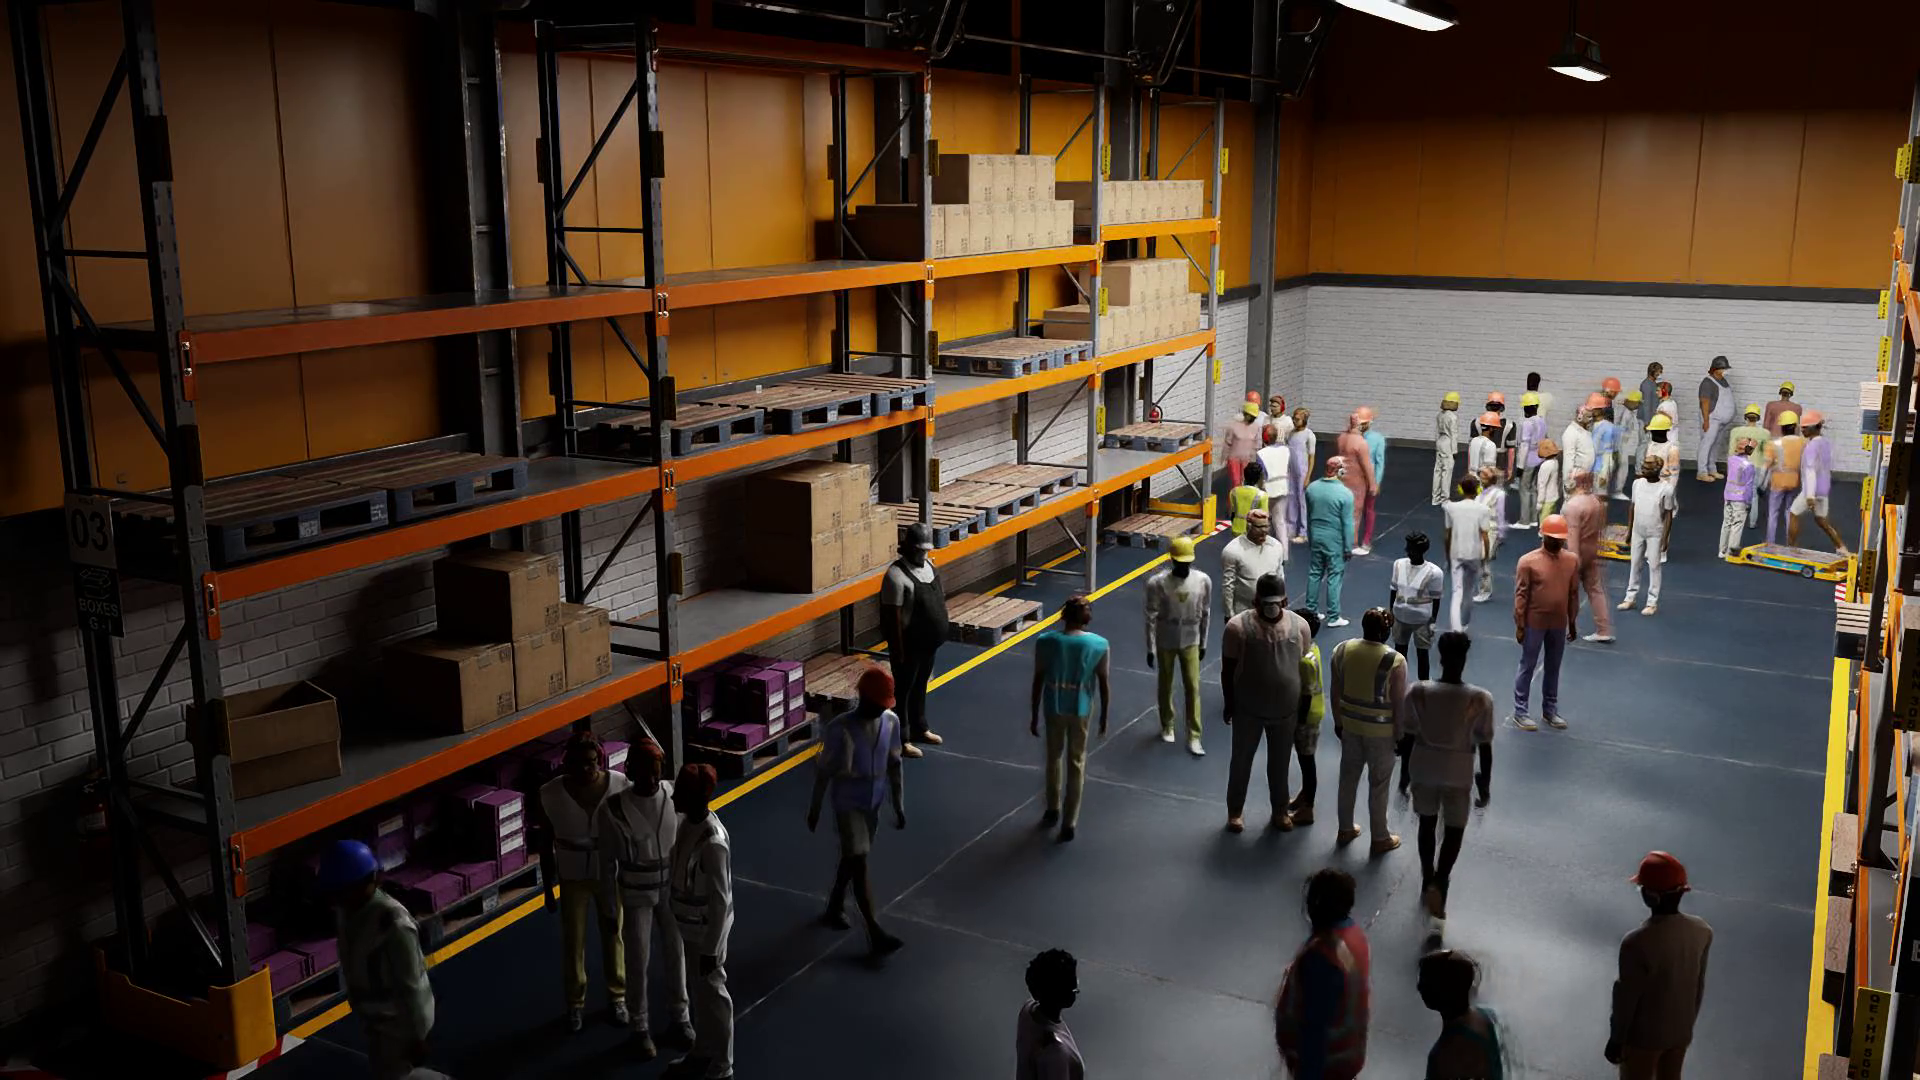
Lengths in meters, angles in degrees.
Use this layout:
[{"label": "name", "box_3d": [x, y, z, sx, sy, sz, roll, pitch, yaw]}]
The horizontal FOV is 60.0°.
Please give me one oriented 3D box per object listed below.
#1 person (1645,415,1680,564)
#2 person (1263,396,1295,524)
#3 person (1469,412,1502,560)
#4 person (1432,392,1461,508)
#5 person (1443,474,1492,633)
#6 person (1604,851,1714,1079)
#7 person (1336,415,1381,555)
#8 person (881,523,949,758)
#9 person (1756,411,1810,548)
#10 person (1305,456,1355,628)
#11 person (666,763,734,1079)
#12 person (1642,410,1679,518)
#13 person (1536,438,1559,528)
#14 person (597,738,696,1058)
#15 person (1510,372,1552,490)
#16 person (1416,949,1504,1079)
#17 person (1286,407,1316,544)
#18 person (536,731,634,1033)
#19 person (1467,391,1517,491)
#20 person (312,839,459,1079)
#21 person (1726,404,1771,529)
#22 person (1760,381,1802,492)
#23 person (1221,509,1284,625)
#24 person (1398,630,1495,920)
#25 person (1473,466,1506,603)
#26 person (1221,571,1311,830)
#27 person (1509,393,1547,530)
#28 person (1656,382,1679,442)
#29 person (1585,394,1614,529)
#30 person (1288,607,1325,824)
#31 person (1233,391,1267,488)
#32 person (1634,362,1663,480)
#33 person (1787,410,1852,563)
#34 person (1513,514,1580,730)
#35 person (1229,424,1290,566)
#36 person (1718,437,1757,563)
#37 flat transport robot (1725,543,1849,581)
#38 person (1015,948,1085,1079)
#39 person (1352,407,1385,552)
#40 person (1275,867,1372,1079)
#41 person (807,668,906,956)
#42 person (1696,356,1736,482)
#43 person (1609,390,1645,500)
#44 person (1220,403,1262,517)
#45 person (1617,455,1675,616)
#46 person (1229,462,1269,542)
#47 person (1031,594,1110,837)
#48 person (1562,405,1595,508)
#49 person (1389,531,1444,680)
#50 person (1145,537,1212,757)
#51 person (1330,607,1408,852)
[{"label": "person", "box_3d": [8.927, -0.649, 21.278, 0.383, 1.923, 0.589, -2, 13, -11]}, {"label": "person", "box_3d": [4.530, -1.151, 23.729, 0.393, 1.836, 0.559, -8, 15, -33]}, {"label": "person", "box_3d": [6.776, -0.699, 21.509, 0.388, 1.925, 0.550, -2, 13, -9]}, {"label": "person", "box_3d": [7.293, -1.351, 24.849, 0.311, 1.735, 0.484, -4, 13, -16]}, {"label": "person", "box_3d": [5.393, 0.217, 17.737, 0.494, 1.806, 0.998, 4, 13, 19]}, {"label": "person", "box_3d": [3.393, 2.368, 8.174, 0.565, 1.745, 0.350, -6, 14, -26]}, {"label": "person", "box_3d": [5.174, -0.730, 21.703, 0.450, 1.898, 0.668, -3, 13, -12]}, {"label": "person", "box_3d": [-0.355, 0.836, 14.367, 0.537, 2.000, 0.675, 7, 14, 29]}, {"label": "person", "box_3d": [10.748, -0.737, 21.697, 0.615, 1.910, 0.425, 0, 13, -2]}, {"label": "person", "box_3d": [4.094, 0.013, 18.368, 0.399, 1.902, 0.642, -10, 16, -37]}, {"label": "person", "box_3d": [-1.412, 2.106, 9.036, 0.356, 1.885, 0.574, -6, 14, -24]}, {"label": "person", "box_3d": [10.054, -1.056, 23.869, 0.833, 1.605, 0.519, -6, 14, -26]}, {"label": "person", "box_3d": [7.481, -0.487, 21.235, 0.288, 1.625, 0.497, 8, 15, 33]}, {"label": "person", "box_3d": [-1.752, 2.018, 9.448, 0.588, 1.878, 0.371, -8, 15, -32]}, {"label": "person", "box_3d": [8.940, -1.671, 25.907, 0.599, 1.897, 0.805, -3, 13, -14]}, {"label": "person", "box_3d": [2.117, 2.602, 7.074, 0.811, 1.792, 0.540, 9, 16, 36]}, {"label": "person", "box_3d": [4.568, -0.877, 22.478, 0.345, 1.847, 0.508, -7, 15, -30]}, {"label": "person", "box_3d": [-2.165, 1.974, 9.744, 0.566, 1.837, 0.385, -4, 13, -19]}, {"label": "person", "box_3d": [7.230, -1.015, 22.681, 0.613, 2.033, 0.411, 4, 13, 16]}, {"label": "person", "box_3d": [-2.733, 2.295, 8.170, 0.771, 1.906, 0.619, -12, 18, -44]}, {"label": "person", "box_3d": [11.049, -1.029, 23.341, 0.535, 1.766, 0.317, 5, 13, 21]}, {"label": "person", "box_3d": [12.788, -1.597, 25.912, 0.533, 1.757, 0.336, 7, 14, 27]}, {"label": "person", "box_3d": [2.753, 0.639, 15.572, 0.645, 1.900, 0.399, -5, 13, -20]}, {"label": "person", "box_3d": [3.249, 1.592, 11.225, 0.619, 1.937, 0.812, 6, 14, 26]}, {"label": "person", "box_3d": [6.075, -0.055, 19.284, 0.404, 1.624, 0.541, -4, 13, -18]}, {"label": "person", "box_3d": [2.335, 1.225, 12.626, 0.688, 2.000, 0.536, -1, 13, -3]}, {"label": "person", "box_3d": [7.990, -1.106, 23.354, 0.399, 1.912, 0.597, 11, 17, 41]}, {"label": "person", "box_3d": [10.685, -1.481, 25.218, 0.381, 1.837, 0.565, 9, 15, 34]}, {"label": "person", "box_3d": [8.551, -0.963, 22.475, 0.446, 2.028, 0.608, -2, 13, -10]}, {"label": "person", "box_3d": [2.651, 1.350, 12.838, 0.322, 1.697, 0.536, 3, 13, 13]}, {"label": "person", "box_3d": [4.351, -1.363, 24.877, 0.565, 1.745, 0.349, -3, 13, -12]}, {"label": "person", "box_3d": [11.176, -1.933, 27.005, 0.373, 1.936, 0.629, 6, 14, 26]}, {"label": "person", "box_3d": [10.900, -0.633, 21.075, 0.641, 1.996, 0.959, -10, 16, -39]}, {"label": "person", "box_3d": [5.270, 0.736, 14.946, 0.614, 1.987, 0.408, -3, 13, -13]}, {"label": "person", "box_3d": [3.893, -0.598, 21.332, 0.584, 1.797, 0.869, -8, 15, -32]}, {"label": "person", "box_3d": [9.983, -0.516, 21.348, 0.313, 1.631, 0.527, -1, 13, -6]}, {"label": "flat transport robot", "box_3d": [10.513, 0.254, 20.969, 0.652, 0.197, 1.431, -10, 16, -38]}, {"label": "person", "box_3d": [0.393, 2.588, 7.298, 0.315, 1.696, 0.541, -2, 13, -10]}, {"label": "person", "box_3d": [5.196, -0.751, 21.655, 0.618, 1.952, 0.891, 7, 15, 30]}, {"label": "person", "box_3d": [1.694, 2.429, 7.789, 0.432, 1.807, 0.697, 5, 13, 21]}, {"label": "person", "box_3d": [-0.626, 1.725, 10.772, 0.612, 1.864, 0.981, -9, 16, -36]}, {"label": "person", "box_3d": [12.270, -1.975, 26.951, 0.682, 2.000, 0.537, -11, 17, -41]}, {"label": "person", "box_3d": [10.036, -1.466, 25.450, 0.716, 1.703, 0.505, 6, 14, 25]}, {"label": "person", "box_3d": [4.050, -1.133, 23.906, 0.541, 1.703, 0.742, -4, 13, -16]}, {"label": "person", "box_3d": [7.789, -0.061, 18.830, 0.351, 1.842, 0.507, -9, 16, -36]}, {"label": "person", "box_3d": [3.334, -0.064, 19.198, 0.322, 1.686, 0.538, -12, 17, -43]}, {"label": "person", "box_3d": [0.840, 1.325, 12.692, 0.589, 1.804, 0.695, 1, 13, 6]}, {"label": "person", "box_3d": [8.321, -0.880, 22.390, 0.400, 1.895, 0.654, 11, 17, 40]}, {"label": "person", "box_3d": [4.245, 0.739, 15.584, 0.530, 1.693, 0.321, 12, 17, 42]}, {"label": "person", "box_3d": [1.894, 0.912, 14.362, 0.602, 1.886, 0.904, -1, 13, -2]}, {"label": "person", "box_3d": [3.049, 1.390, 12.336, 0.429, 1.841, 0.633, -12, 17, -43]}]
